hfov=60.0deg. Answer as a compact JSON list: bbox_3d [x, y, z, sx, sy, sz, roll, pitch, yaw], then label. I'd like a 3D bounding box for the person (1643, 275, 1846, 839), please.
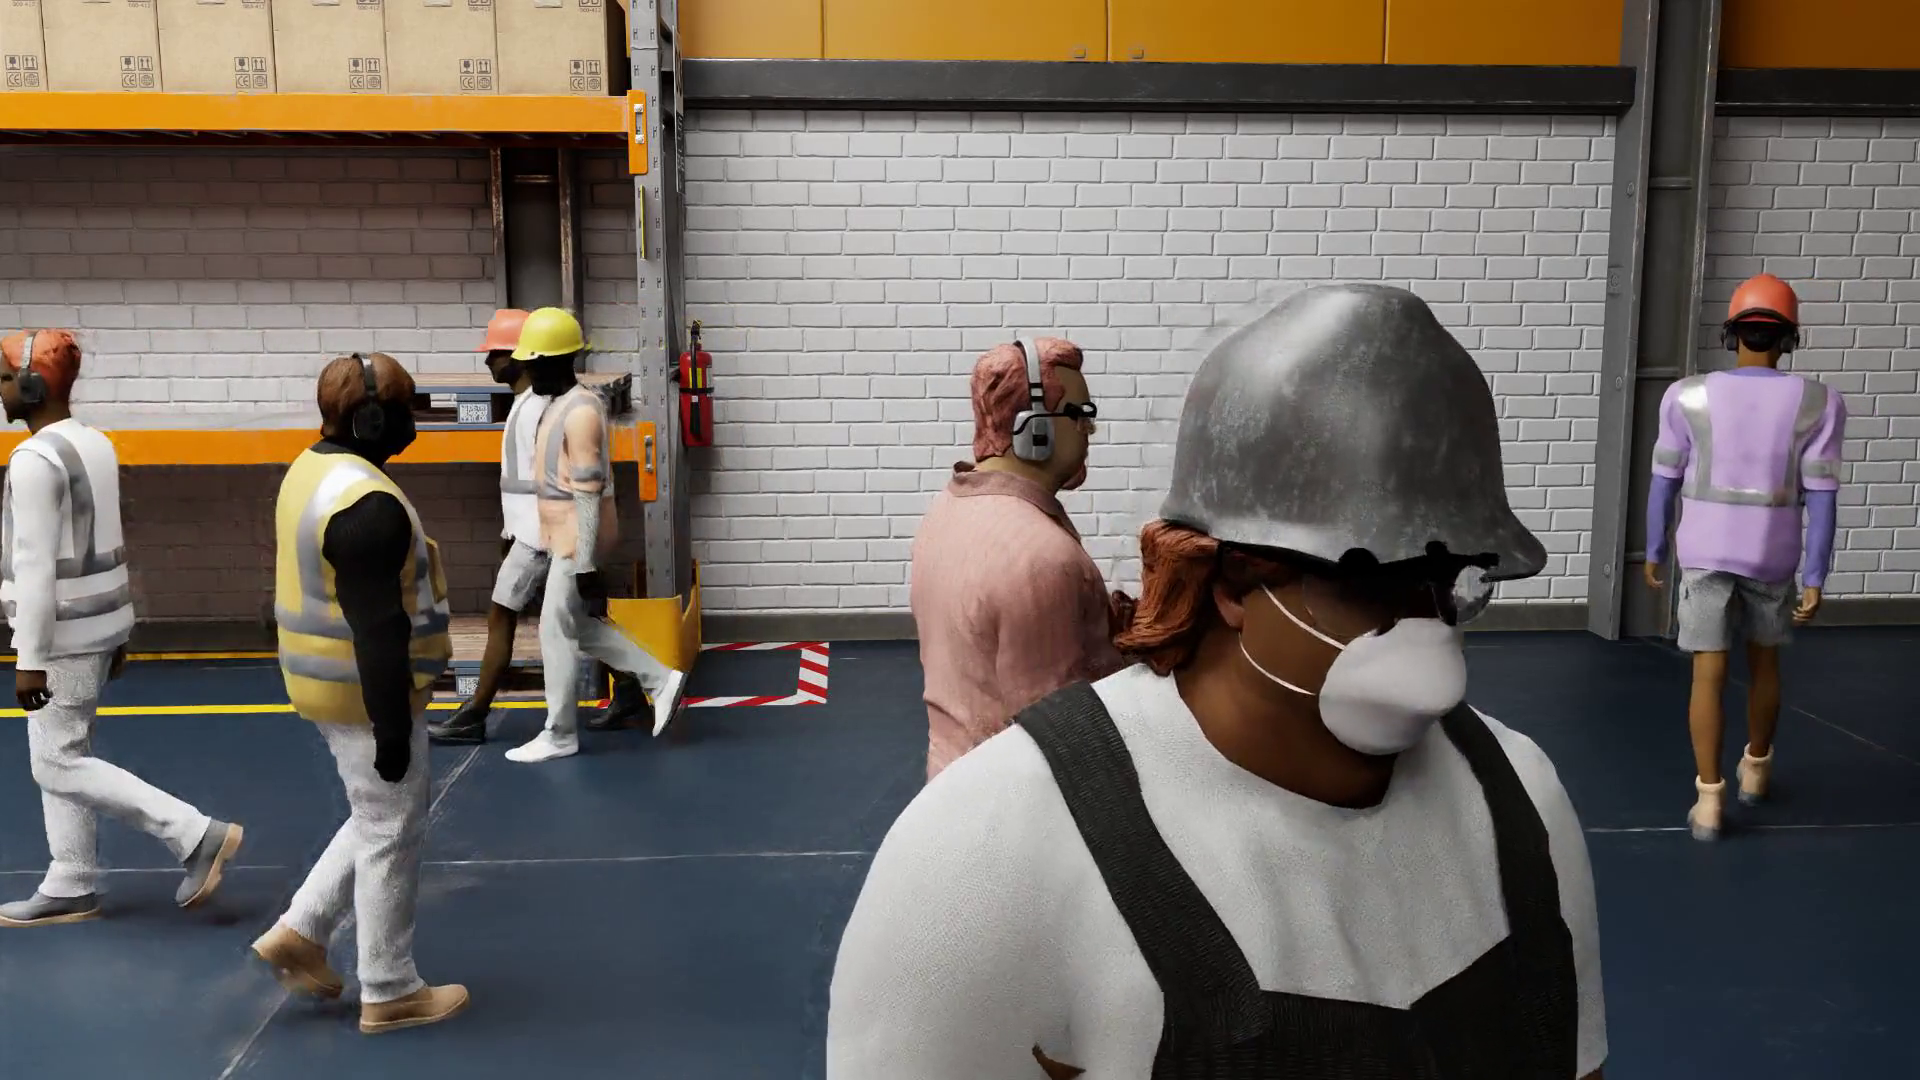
[{"bbox_3d":[2.880,0.043,6.183,0.620,2.014,0.896,3,10,20],"label":"person"}]

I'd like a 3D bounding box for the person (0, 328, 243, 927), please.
[{"bbox_3d":[-2.633,0.290,5.079,0.685,1.869,0.574,-2,9,-10],"label":"person"}]

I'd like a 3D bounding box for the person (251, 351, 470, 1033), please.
[{"bbox_3d":[-1.586,0.416,4.418,0.464,1.826,0.647,-6,11,-32],"label":"person"}]

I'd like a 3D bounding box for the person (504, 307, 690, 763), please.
[{"bbox_3d":[-1.524,-0.013,6.887,0.697,1.897,0.622,-3,10,-18],"label":"person"}]

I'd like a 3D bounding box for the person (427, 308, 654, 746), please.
[{"bbox_3d":[-1.826,-0.055,7.207,1.014,1.885,0.564,-2,9,-12],"label":"person"}]

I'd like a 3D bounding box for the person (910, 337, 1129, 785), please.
[{"bbox_3d":[0.135,0.567,3.222,0.408,1.908,0.641,-3,10,-18],"label":"person"}]
